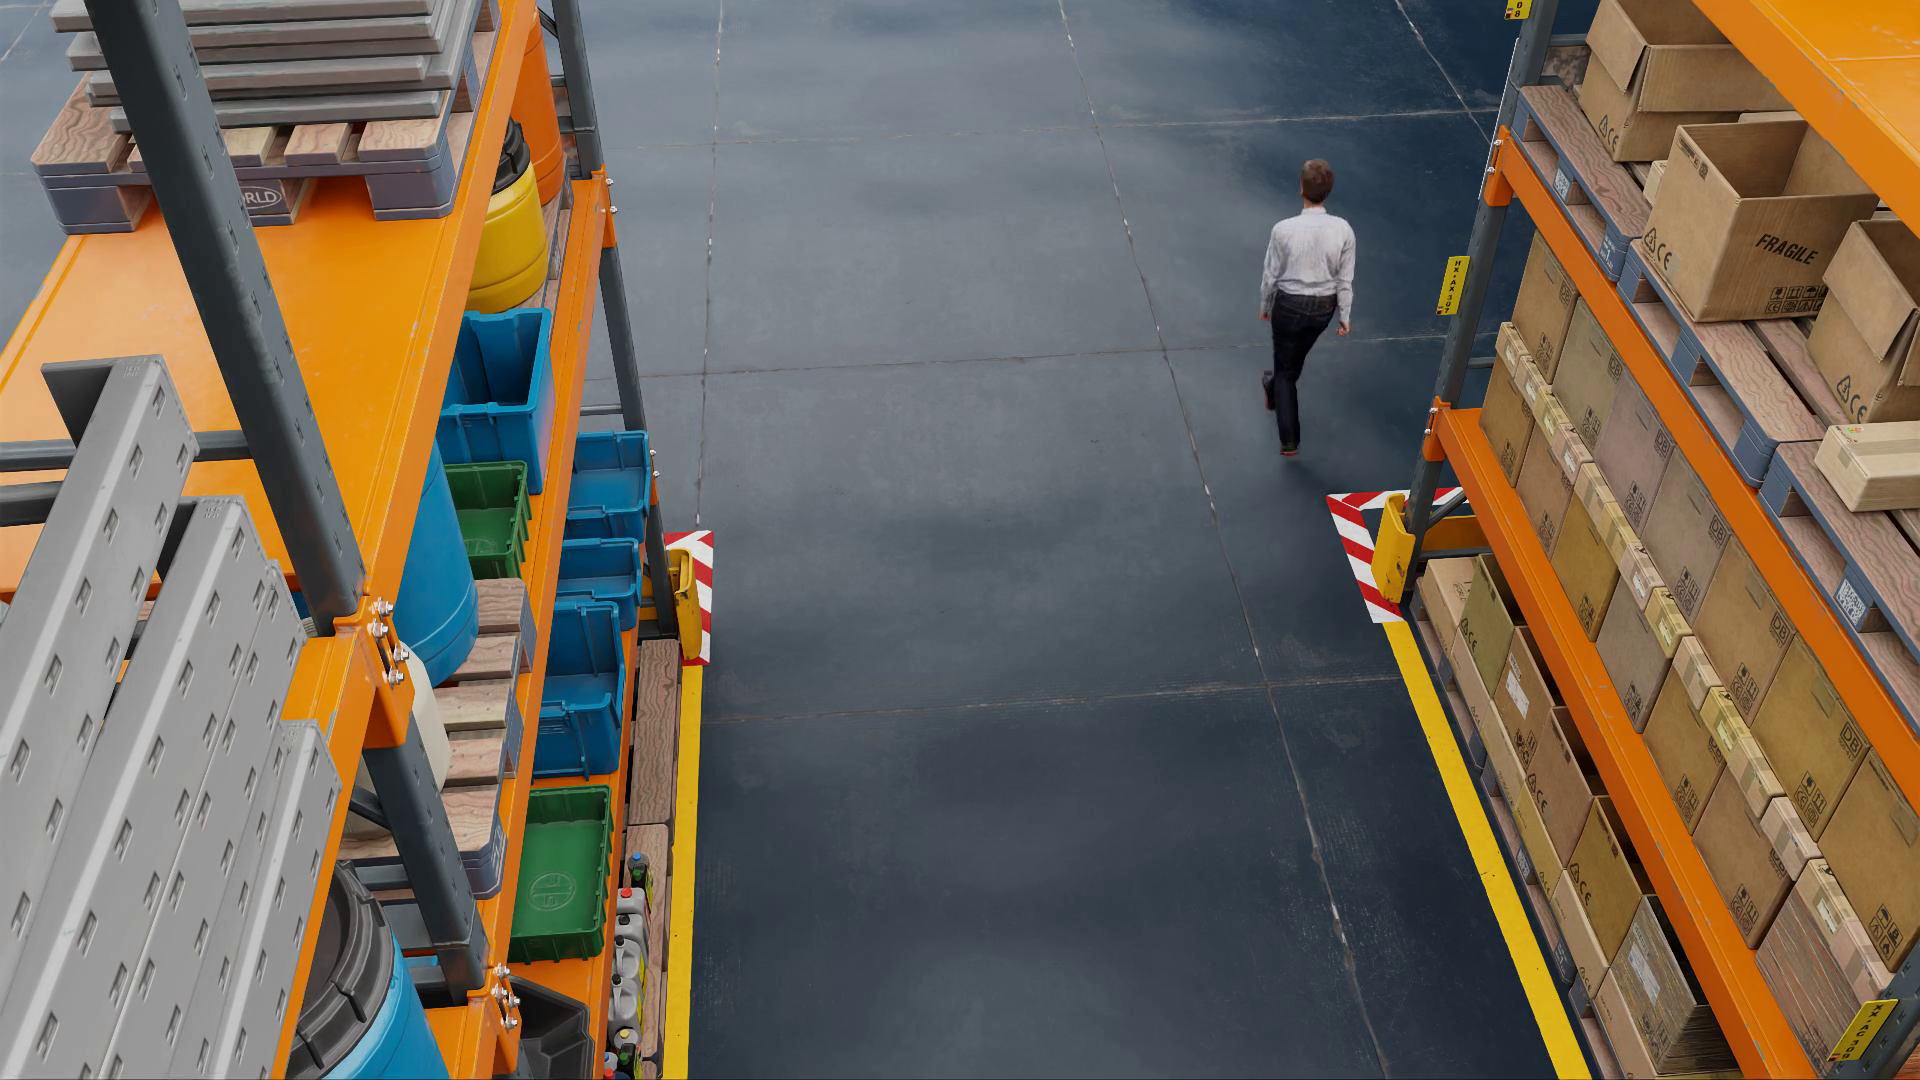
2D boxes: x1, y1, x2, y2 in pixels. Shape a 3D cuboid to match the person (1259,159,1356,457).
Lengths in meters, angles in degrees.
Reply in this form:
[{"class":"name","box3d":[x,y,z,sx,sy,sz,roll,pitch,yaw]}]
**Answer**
[{"class":"person","box3d":[2.019,-1.292,9.622,0.706,1.782,1.133,-4,42,-4]}]
